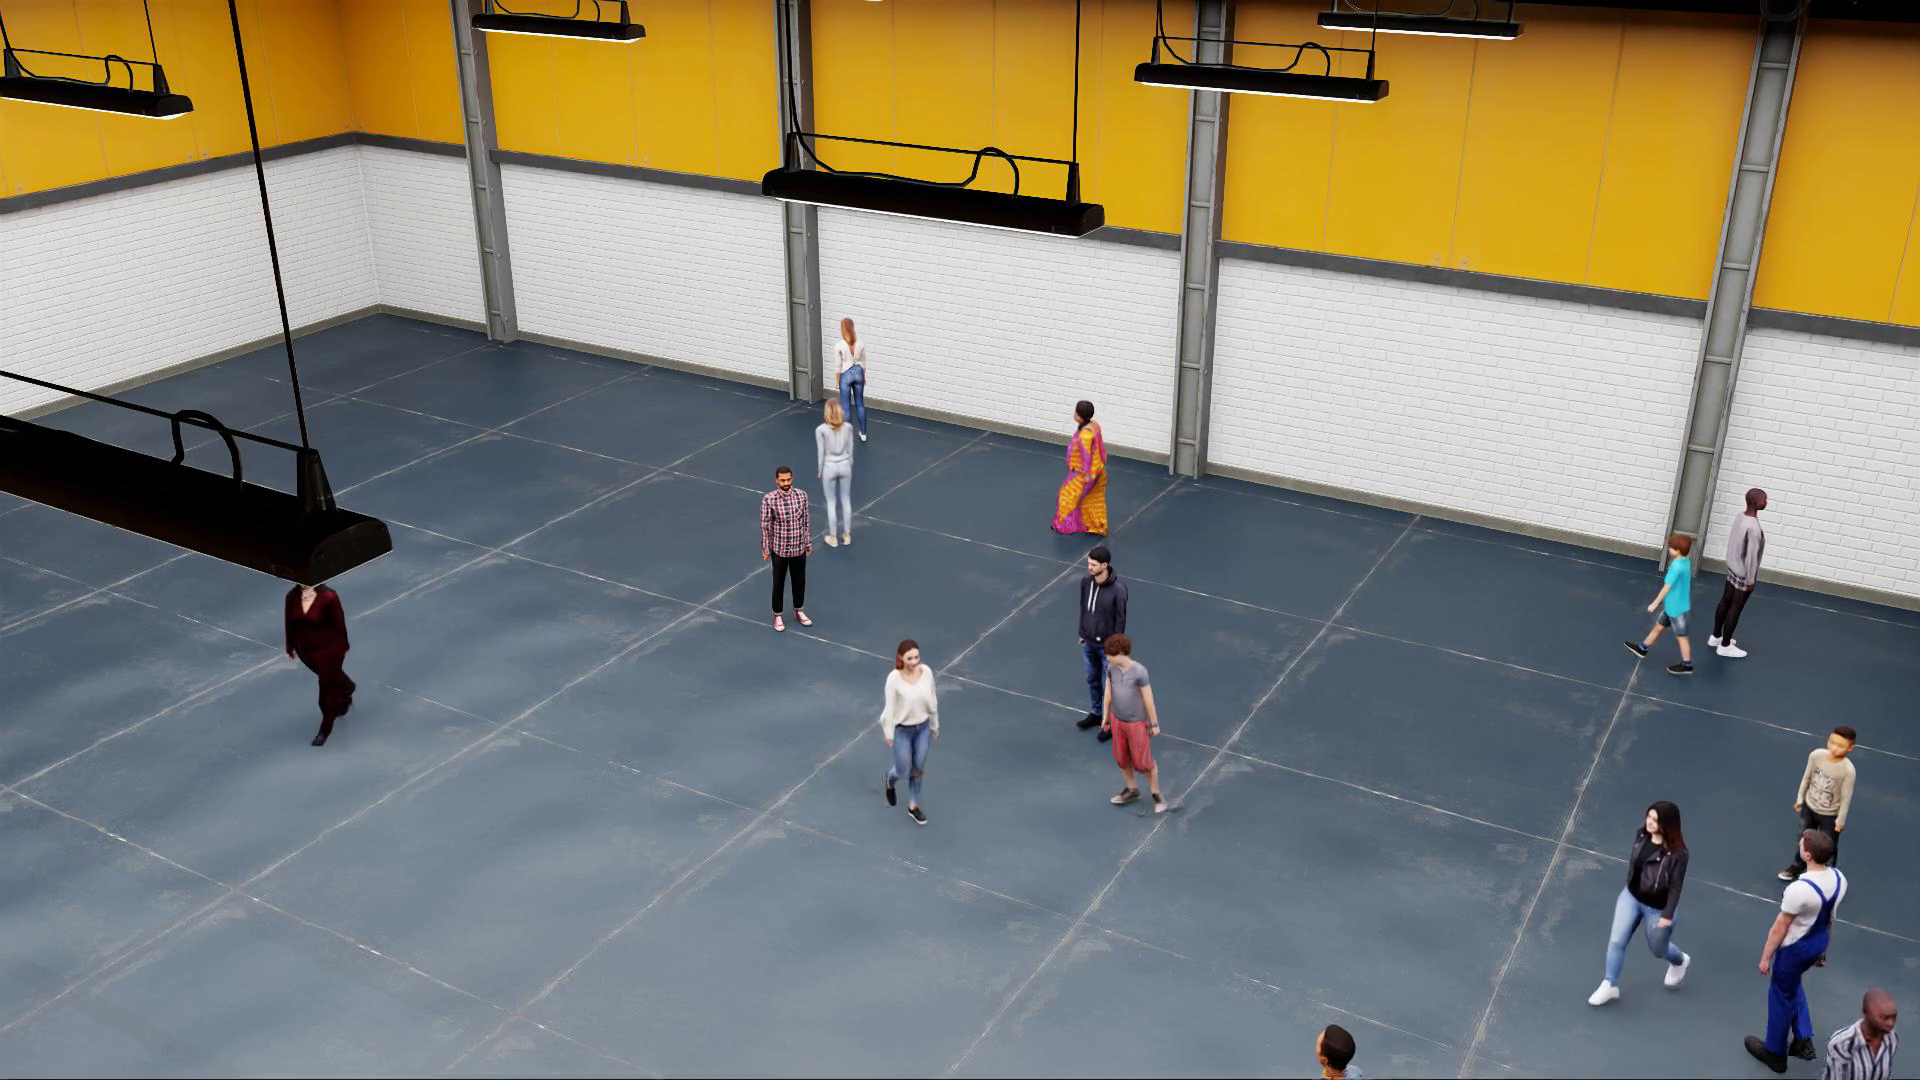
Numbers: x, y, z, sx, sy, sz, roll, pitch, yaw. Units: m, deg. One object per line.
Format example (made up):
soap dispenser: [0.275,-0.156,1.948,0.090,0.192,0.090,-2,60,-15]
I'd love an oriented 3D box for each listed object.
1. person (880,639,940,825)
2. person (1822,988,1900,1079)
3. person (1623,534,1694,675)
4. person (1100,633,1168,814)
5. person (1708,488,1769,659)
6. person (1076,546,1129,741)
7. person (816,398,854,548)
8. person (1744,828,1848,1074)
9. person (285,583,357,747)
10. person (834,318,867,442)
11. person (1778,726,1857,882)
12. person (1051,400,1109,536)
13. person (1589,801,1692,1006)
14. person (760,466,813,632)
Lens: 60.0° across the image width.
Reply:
person: [-0.451,1.568,13.908,0.784,1.681,0.849,-13,27,-27]
person: [5.109,3.335,9.760,1.092,1.765,1.113,-5,24,-10]
person: [7.117,0.651,16.342,0.903,1.411,0.553,12,26,25]
person: [1.495,1.536,14.065,0.639,1.613,0.875,11,26,23]
person: [7.825,0.302,16.690,0.678,1.771,0.692,1,24,2]
person: [1.317,0.906,15.167,0.796,1.885,0.623,-21,31,-39]
person: [-1.424,-0.790,19.157,0.666,1.796,0.708,-8,25,-18]
person: [5.609,2.764,10.977,0.823,1.837,0.885,-9,25,-20]
person: [-5.827,0.966,15.263,1.183,1.698,0.995,4,24,9]
person: [-1.458,-2.152,22.368,0.681,1.720,0.705,-10,26,-22]
person: [6.760,2.091,12.993,0.674,1.456,0.562,-14,27,-28]
person: [1.524,-0.834,19.445,0.939,1.646,0.738,9,25,19]
person: [4.911,2.559,11.727,1.018,1.612,1.077,-12,26,-26]
person: [-1.786,0.059,17.258,0.792,1.761,0.807,-11,26,-23]
